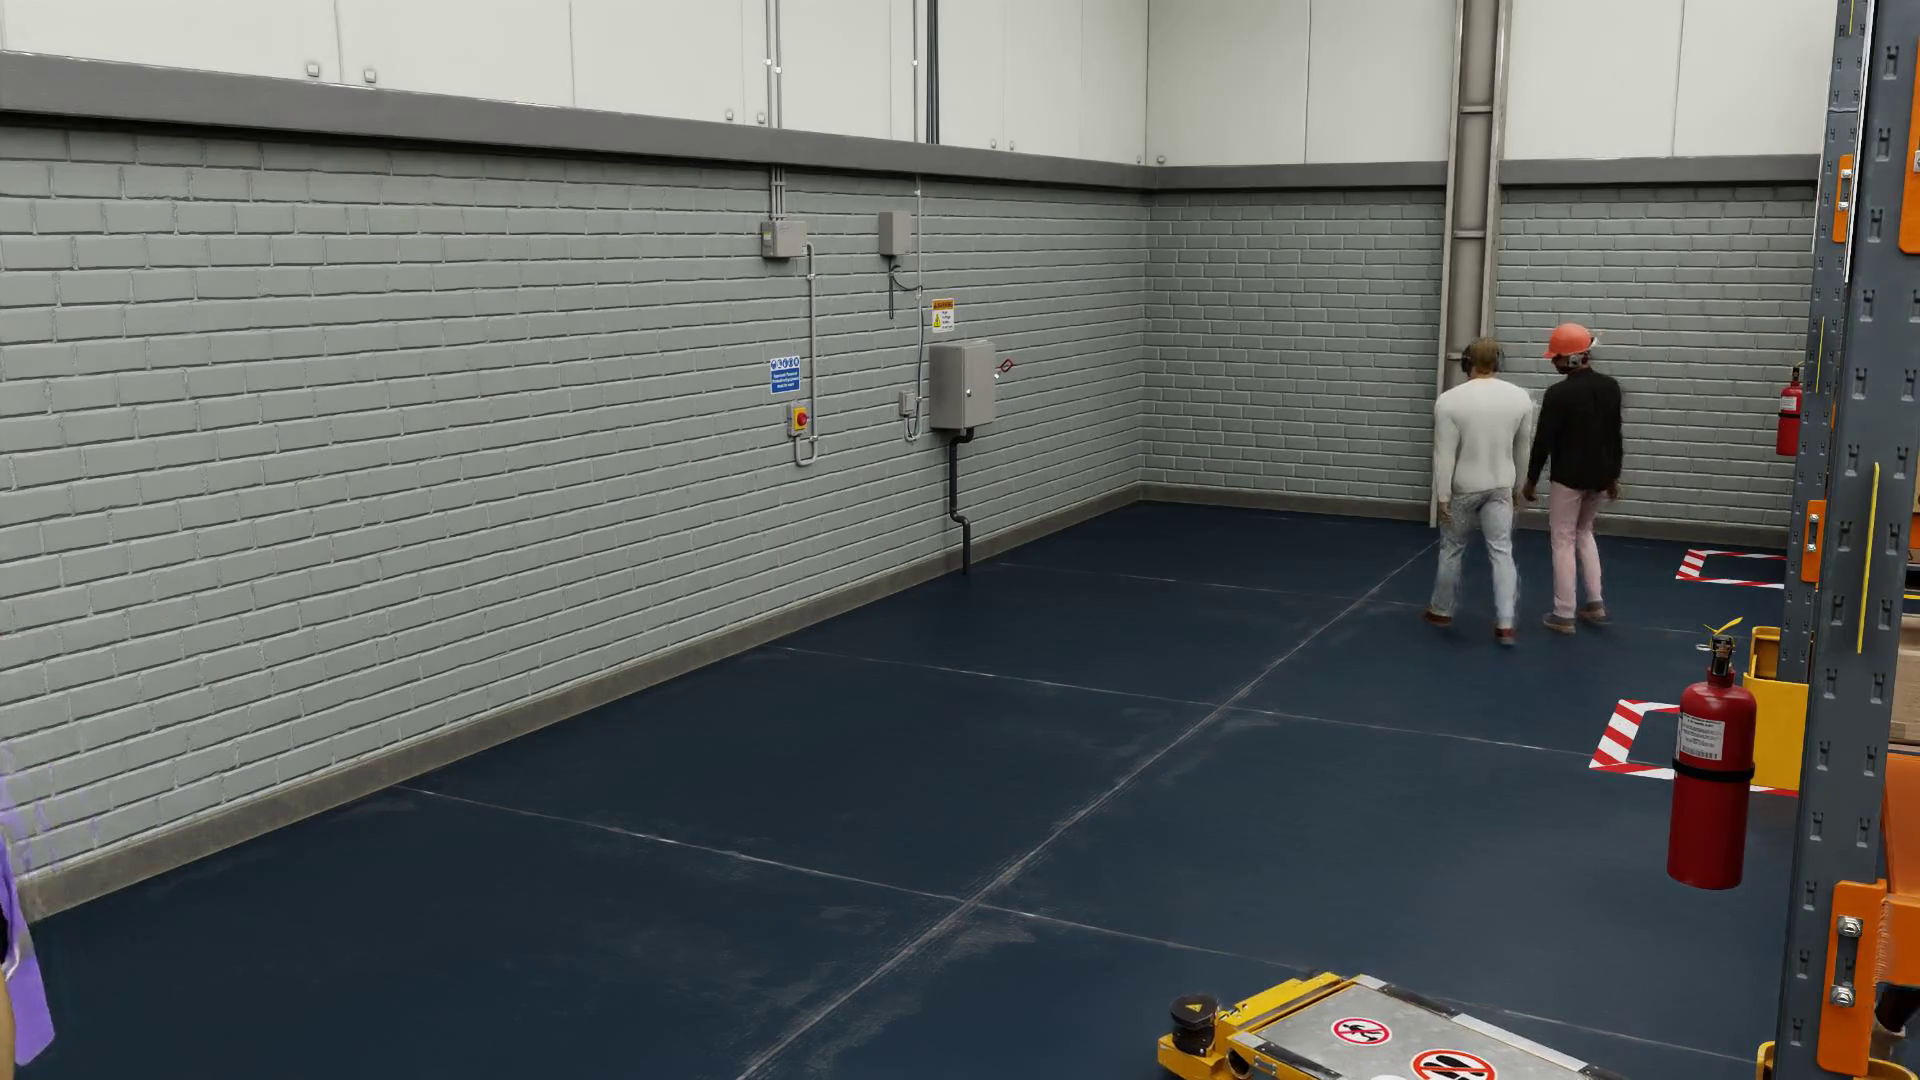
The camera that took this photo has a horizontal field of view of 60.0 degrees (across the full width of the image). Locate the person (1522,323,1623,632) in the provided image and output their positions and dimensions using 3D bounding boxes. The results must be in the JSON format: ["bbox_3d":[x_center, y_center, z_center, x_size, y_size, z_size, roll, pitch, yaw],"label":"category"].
[{"bbox_3d":[3.923,-0.397,10.619,0.674,1.964,0.474,-5,11,-24],"label":"person"}]

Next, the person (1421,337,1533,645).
[{"bbox_3d":[3.268,-0.308,10.401,0.652,1.904,0.894,-1,10,-5],"label":"person"}]

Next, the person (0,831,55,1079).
[{"bbox_3d":[-2.096,1.041,3.159,0.593,1.815,0.733,9,14,40],"label":"person"}]

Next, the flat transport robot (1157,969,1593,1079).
[{"bbox_3d":[1.301,1.543,4.660,0.652,0.197,1.431,-9,14,-40],"label":"flat transport robot"}]

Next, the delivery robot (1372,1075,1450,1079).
[{"bbox_3d":[0.997,1.496,3.885,0.707,0.478,0.477,-7,12,-34],"label":"delivery robot"}]

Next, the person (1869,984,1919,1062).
[{"bbox_3d":[2.908,0.670,4.689,0.619,2.000,0.956,-4,11,-19],"label":"person"}]
